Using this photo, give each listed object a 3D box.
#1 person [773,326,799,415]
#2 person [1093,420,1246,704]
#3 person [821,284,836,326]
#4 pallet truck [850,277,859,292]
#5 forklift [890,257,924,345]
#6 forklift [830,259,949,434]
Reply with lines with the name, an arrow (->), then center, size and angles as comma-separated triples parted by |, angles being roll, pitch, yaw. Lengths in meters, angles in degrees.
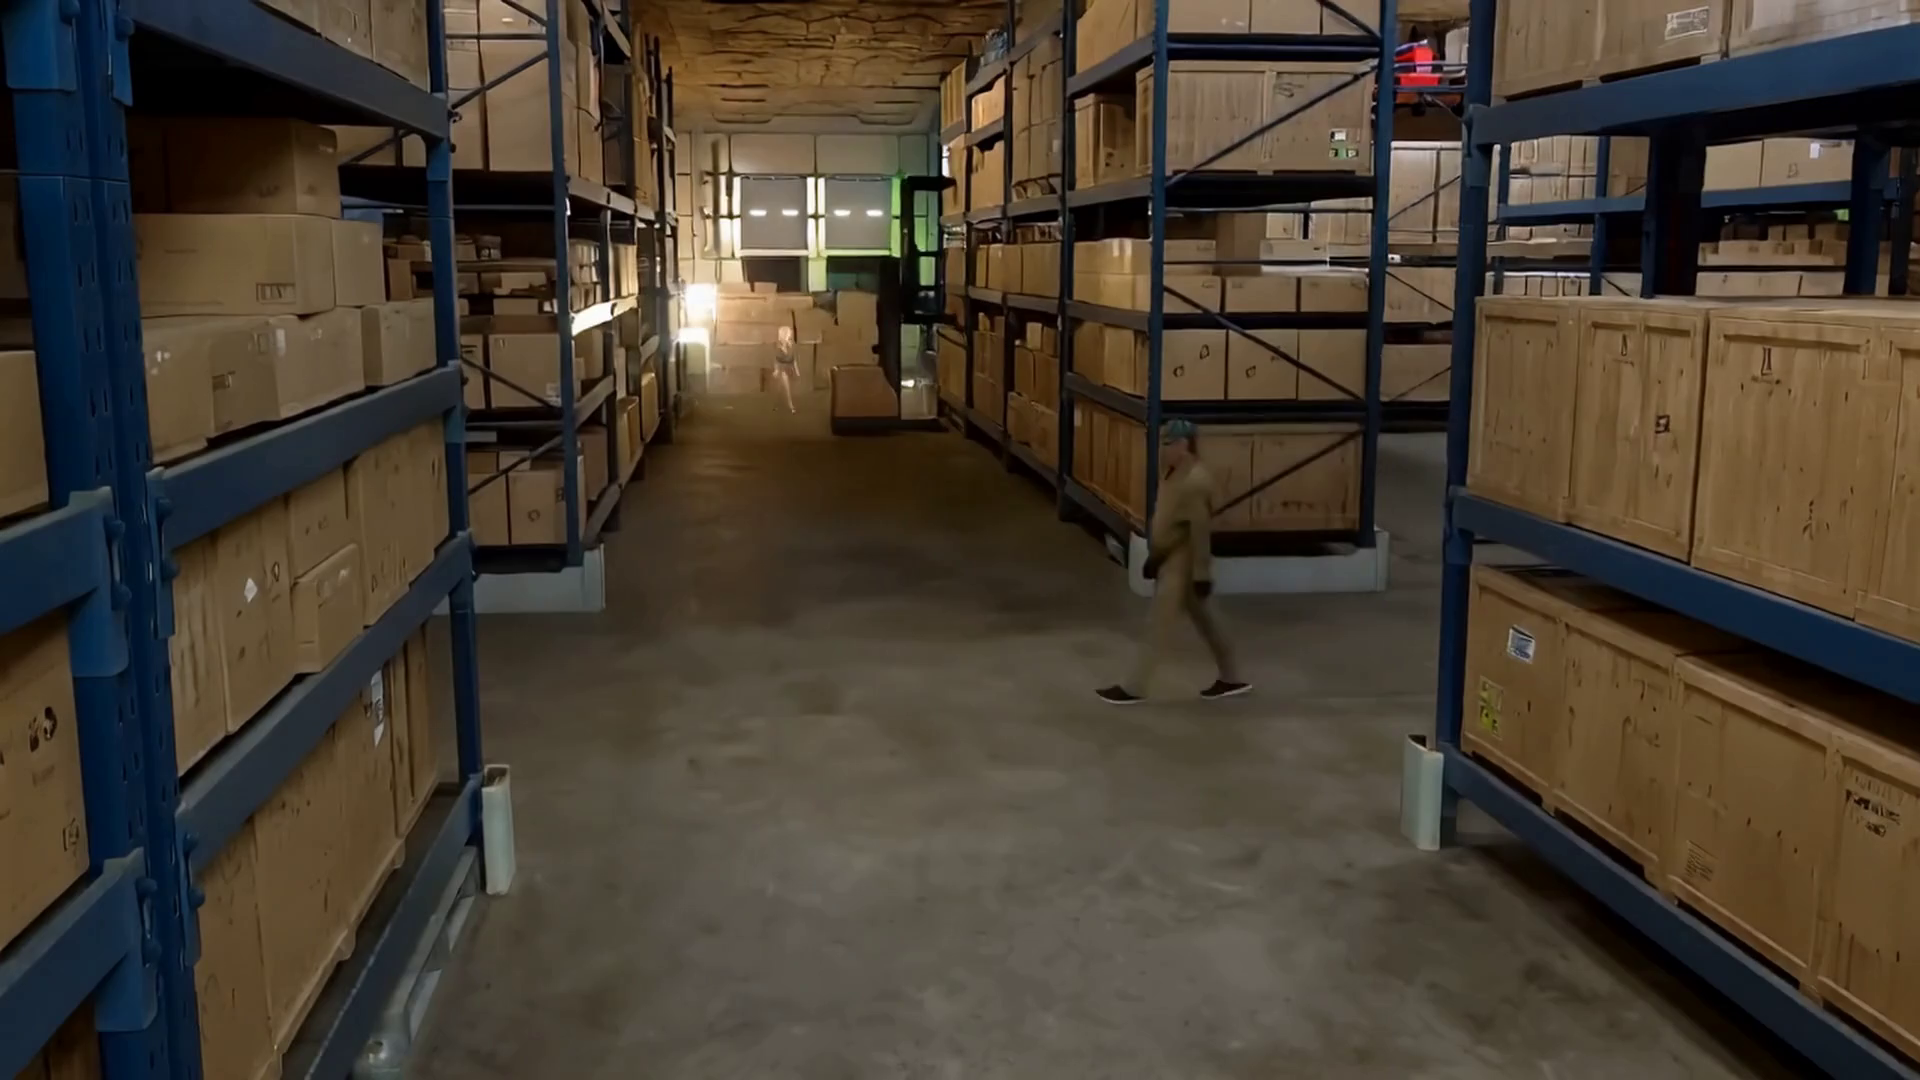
person -> -3.192, -3.090, 30.255 | 0.808, 1.606, 0.523 | 9, 13, 43
person -> 1.411, 0.144, 10.735 | 1.019, 1.853, 0.652 | 0, 10, 0
person -> -4.240, -7.442, 54.670 | 0.641, 1.932, 0.374 | -1, 10, -6
pallet truck -> -3.782, -9.391, 65.808 | 1.885, 1.965, 0.823 | 2, 10, 10
forklift -> -1.769, -7.658, 53.147 | 1.129, 2.768, 1.873 | -1, 10, -7
forklift -> -1.167, -3.164, 26.985 | 1.873, 2.768, 1.129 | -1, 10, -7
